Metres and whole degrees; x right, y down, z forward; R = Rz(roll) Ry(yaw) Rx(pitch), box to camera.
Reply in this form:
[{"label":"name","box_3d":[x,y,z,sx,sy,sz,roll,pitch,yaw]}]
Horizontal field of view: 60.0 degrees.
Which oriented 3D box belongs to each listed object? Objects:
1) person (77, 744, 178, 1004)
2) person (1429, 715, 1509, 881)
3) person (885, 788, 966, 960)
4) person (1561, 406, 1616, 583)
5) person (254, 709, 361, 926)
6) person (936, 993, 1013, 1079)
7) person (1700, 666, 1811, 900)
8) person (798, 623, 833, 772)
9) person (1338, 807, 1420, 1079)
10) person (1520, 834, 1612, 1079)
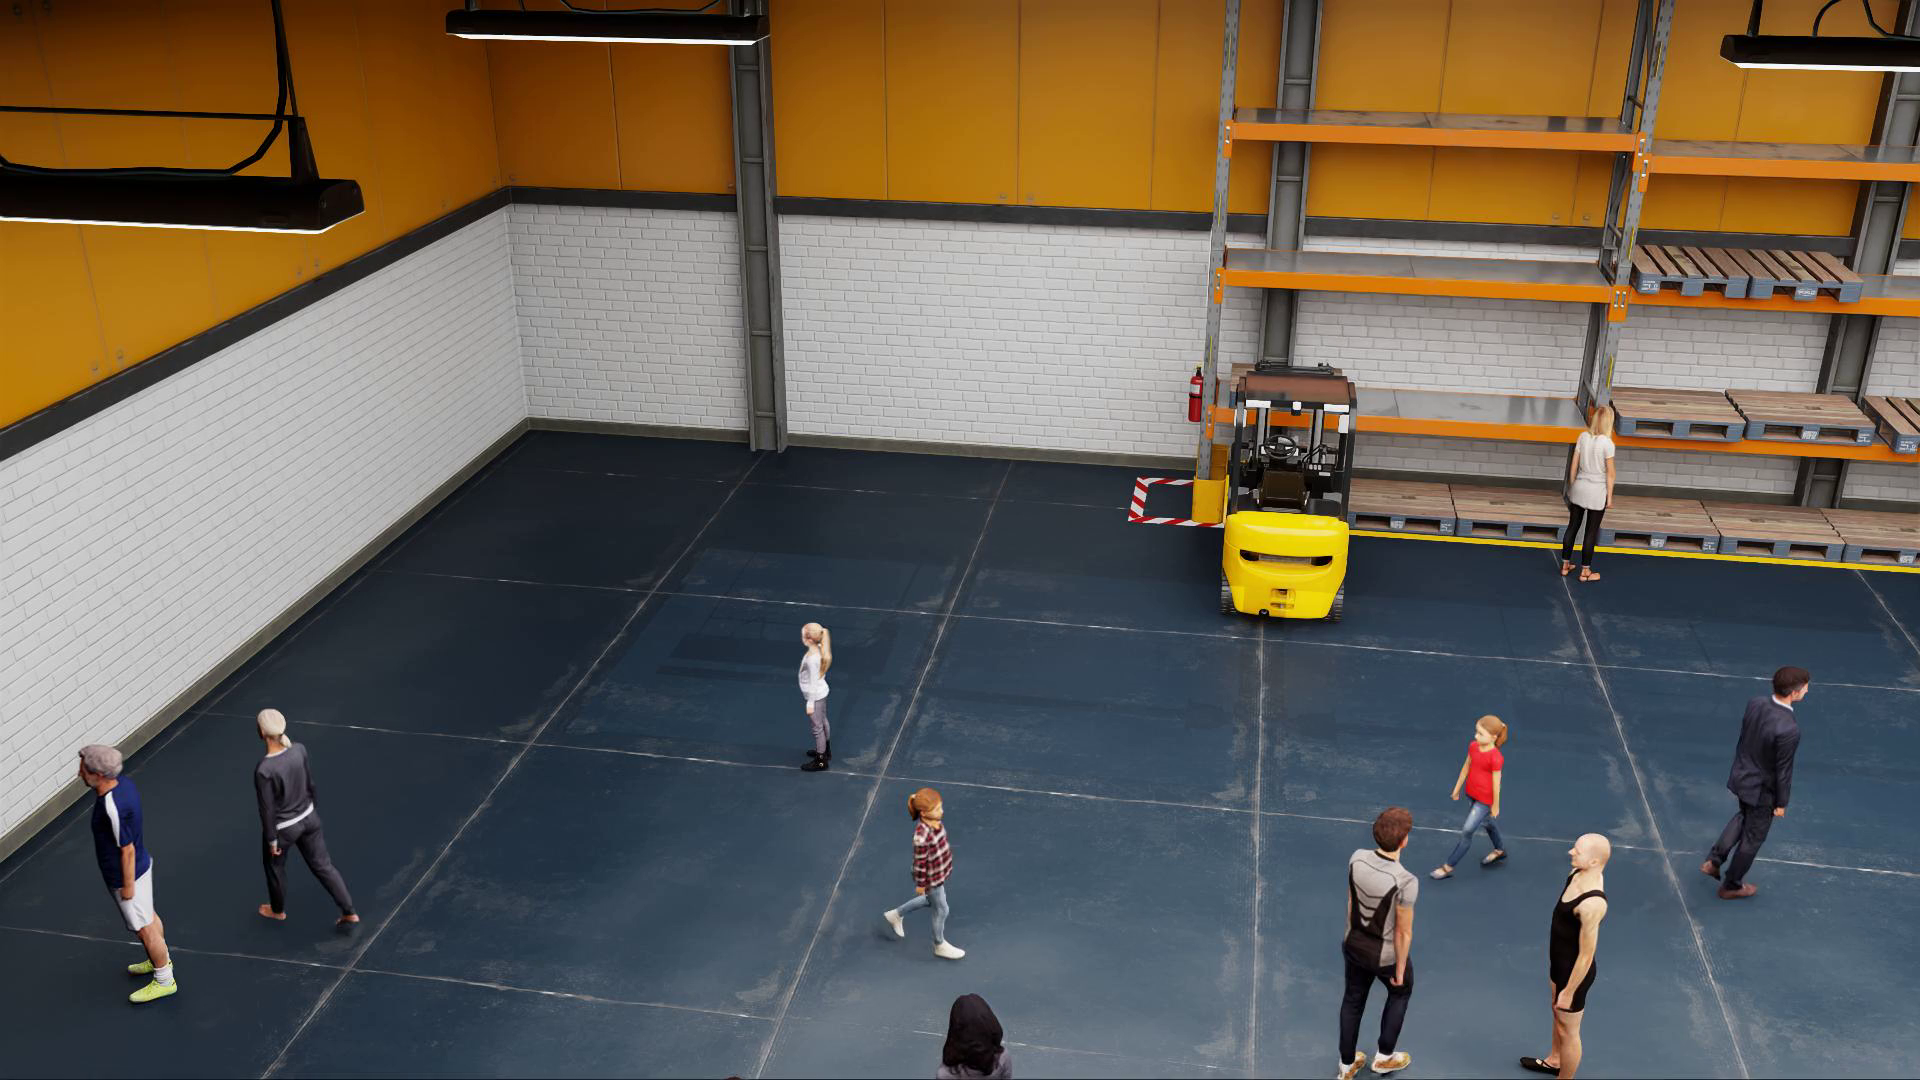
[{"label":"person","box_3d":[-5.338,2.109,10.664,0.746,1.837,0.722,-11,26,-24]},{"label":"person","box_3d":[3.806,1.840,11.979,0.968,1.277,0.766,-8,25,-17]},{"label":"person","box_3d":[-0.252,2.208,11.125,0.813,1.286,0.552,7,24,15]},{"label":"person","box_3d":[6.273,-0.470,16.579,0.752,1.826,0.674,-18,30,-36]},{"label":"person","box_3d":[-4.468,1.929,11.258,1.145,1.692,0.880,15,27,30]},{"label":"person","box_3d":[0.067,3.085,8.522,0.630,1.764,0.734,-10,26,-22]},{"label":"person","box_3d":[5.465,1.715,11.548,0.829,1.851,0.790,-6,24,-14]},{"label":"person","box_3d":[-1.150,1.243,13.343,0.484,1.278,0.492,3,24,7]},{"label":"person","box_3d":[2.409,2.450,9.833,0.794,1.877,0.866,20,30,38]},{"label":"person","box_3d":[3.611,2.503,9.789,0.501,1.815,0.645,5,24,11]}]
